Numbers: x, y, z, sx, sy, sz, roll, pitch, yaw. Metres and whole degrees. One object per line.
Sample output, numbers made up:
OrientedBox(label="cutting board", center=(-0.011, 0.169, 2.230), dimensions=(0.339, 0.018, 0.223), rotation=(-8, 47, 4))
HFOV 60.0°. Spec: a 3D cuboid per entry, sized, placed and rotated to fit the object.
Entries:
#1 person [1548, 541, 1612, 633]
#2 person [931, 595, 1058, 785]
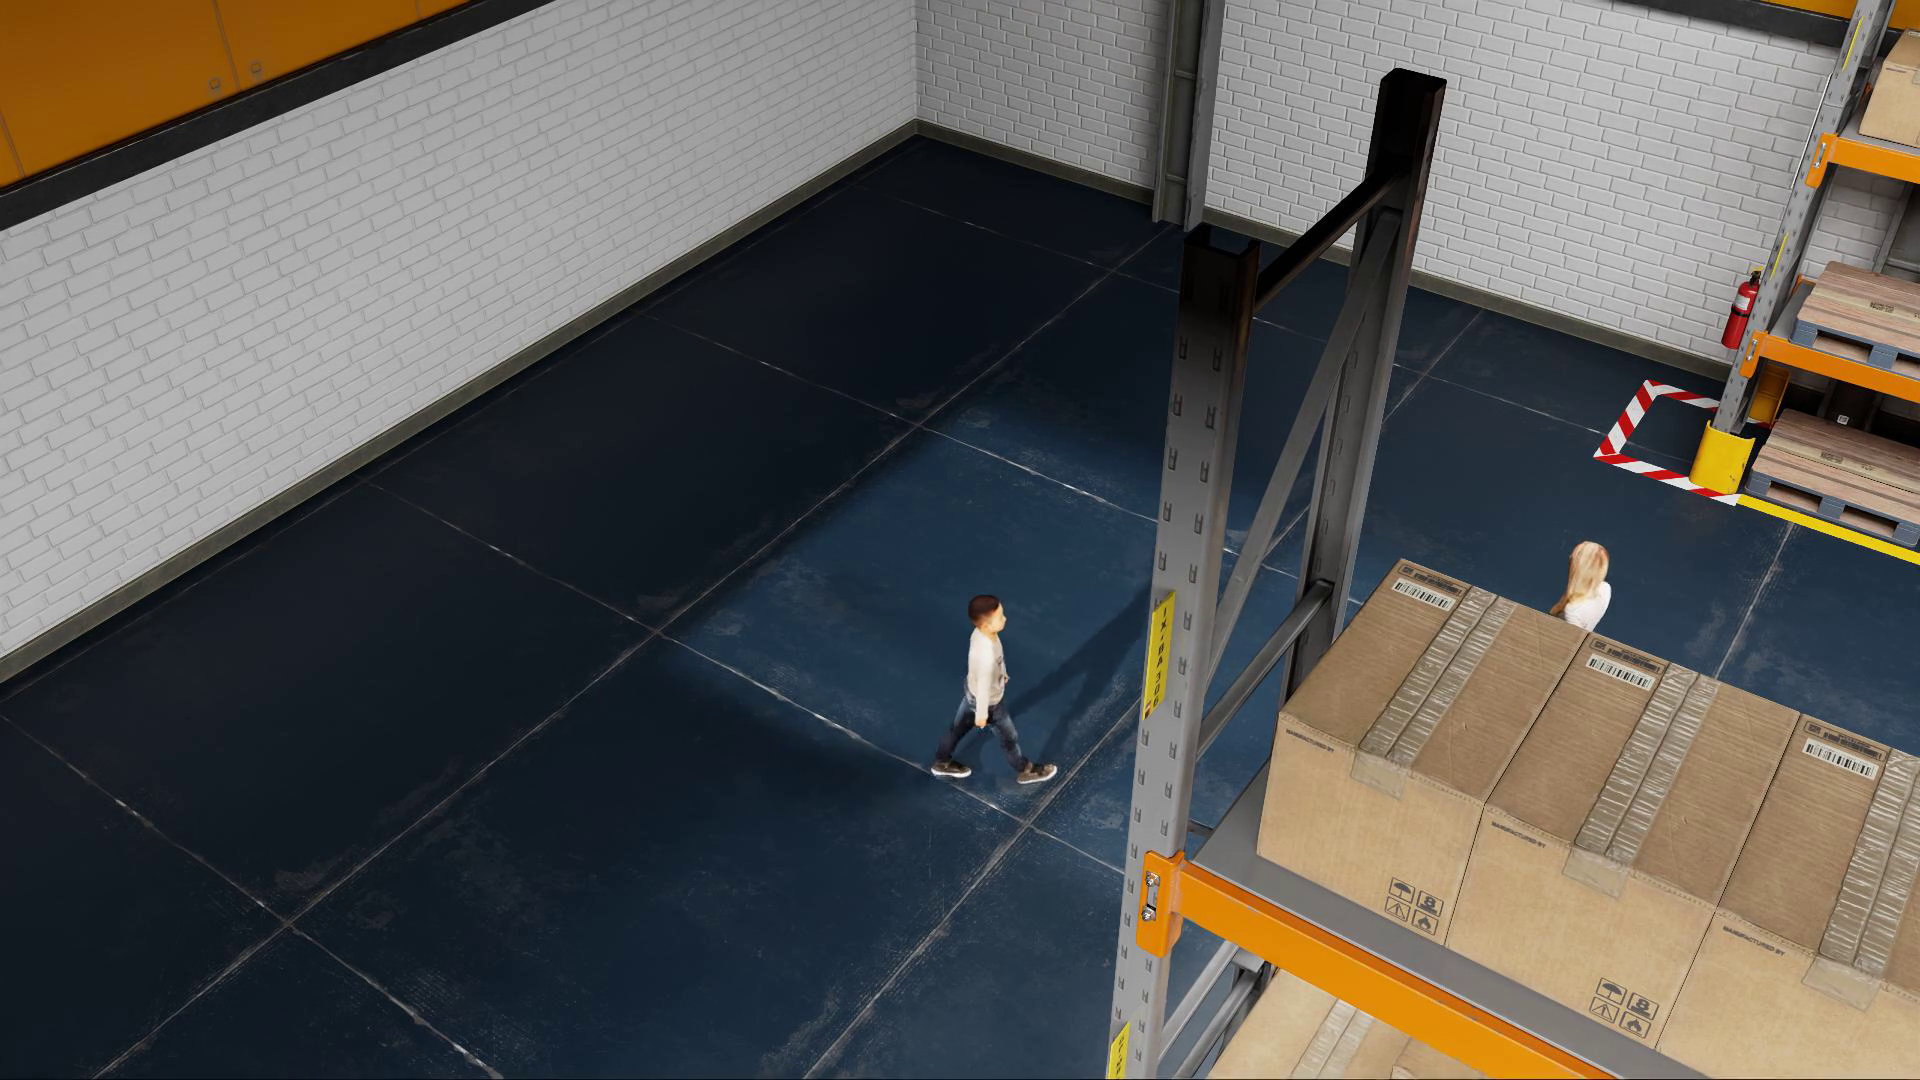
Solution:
OrientedBox(label="person", center=(3.498, 0.757, 9.624), dimensions=(0.529, 1.824, 0.618), rotation=(26, 45, 29))
OrientedBox(label="person", center=(0.070, 0.911, 9.749), dimensions=(1.050, 1.428, 0.938), rotation=(-2, 39, -3))
